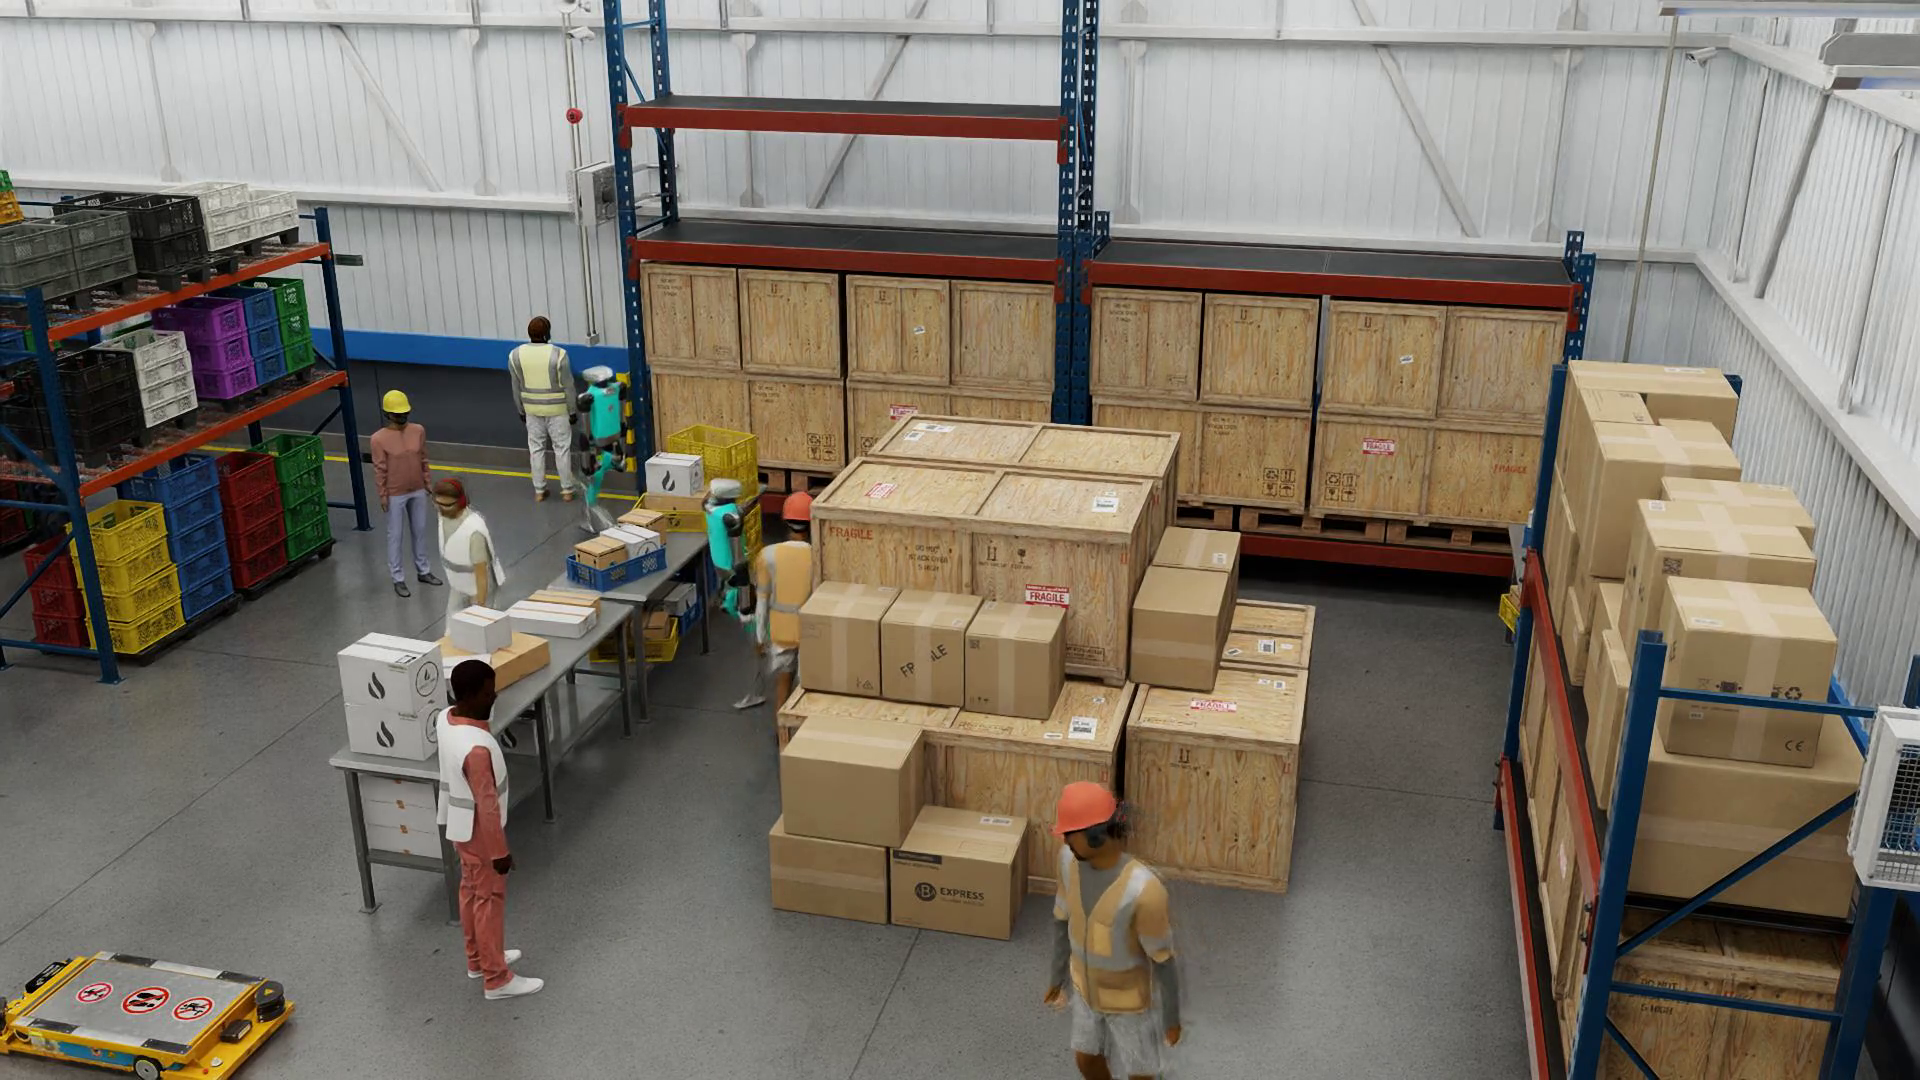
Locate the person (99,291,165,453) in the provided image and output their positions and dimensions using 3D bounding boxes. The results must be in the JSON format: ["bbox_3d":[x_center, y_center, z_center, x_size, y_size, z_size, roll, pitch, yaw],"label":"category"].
[{"bbox_3d":[-8.780,-1.847,17.457,0.759,2.006,0.599,4,21,11],"label":"person"}]

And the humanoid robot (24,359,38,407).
[{"bbox_3d":[-9.357,-1.263,16.301,0.560,1.735,0.922,5,21,13],"label":"humanoid robot"}]

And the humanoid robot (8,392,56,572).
[{"bbox_3d":[-7.942,-0.488,14.340,0.602,1.653,0.323,19,28,41],"label":"humanoid robot"}]

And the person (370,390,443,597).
[{"bbox_3d":[-4.668,-0.408,14.015,0.312,1.769,0.522,16,26,35],"label":"person"}]

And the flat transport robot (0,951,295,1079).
[{"bbox_3d":[-4.270,2.464,8.601,1.431,0.231,0.659,5,22,13],"label":"flat transport robot"}]

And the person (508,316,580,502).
[{"bbox_3d":[-4.008,-1.265,16.152,0.623,1.844,0.429,2,21,6],"label":"person"}]

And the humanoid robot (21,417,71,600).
[{"bbox_3d":[-7.542,-0.265,13.748,0.610,1.653,0.366,16,26,36],"label":"humanoid robot"}]

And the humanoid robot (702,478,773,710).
[{"bbox_3d":[-1.469,0.427,11.990,0.656,1.882,0.557,-11,24,-27],"label":"humanoid robot"}]

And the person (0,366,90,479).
[{"bbox_3d":[-9.205,-1.328,16.358,0.989,1.812,0.559,-4,21,-11],"label":"person"}]

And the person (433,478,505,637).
[{"bbox_3d":[-3.540,0.384,11.905,0.586,1.784,0.929,18,28,40],"label":"person"}]

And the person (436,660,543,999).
[{"bbox_3d":[-2.533,1.522,8.764,0.391,1.913,0.587,-13,24,-30],"label":"person"}]

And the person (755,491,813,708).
[{"bbox_3d":[-1.065,0.604,11.157,0.590,1.915,0.421,2,21,6],"label":"person"}]

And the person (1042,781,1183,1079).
[{"bbox_3d":[0.742,1.995,7.425,0.538,1.991,0.752,-19,28,-41],"label":"person"}]

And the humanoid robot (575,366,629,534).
[{"bbox_3d":[-3.309,-0.751,14.959,1.034,1.731,0.558,15,26,34],"label":"humanoid robot"}]
